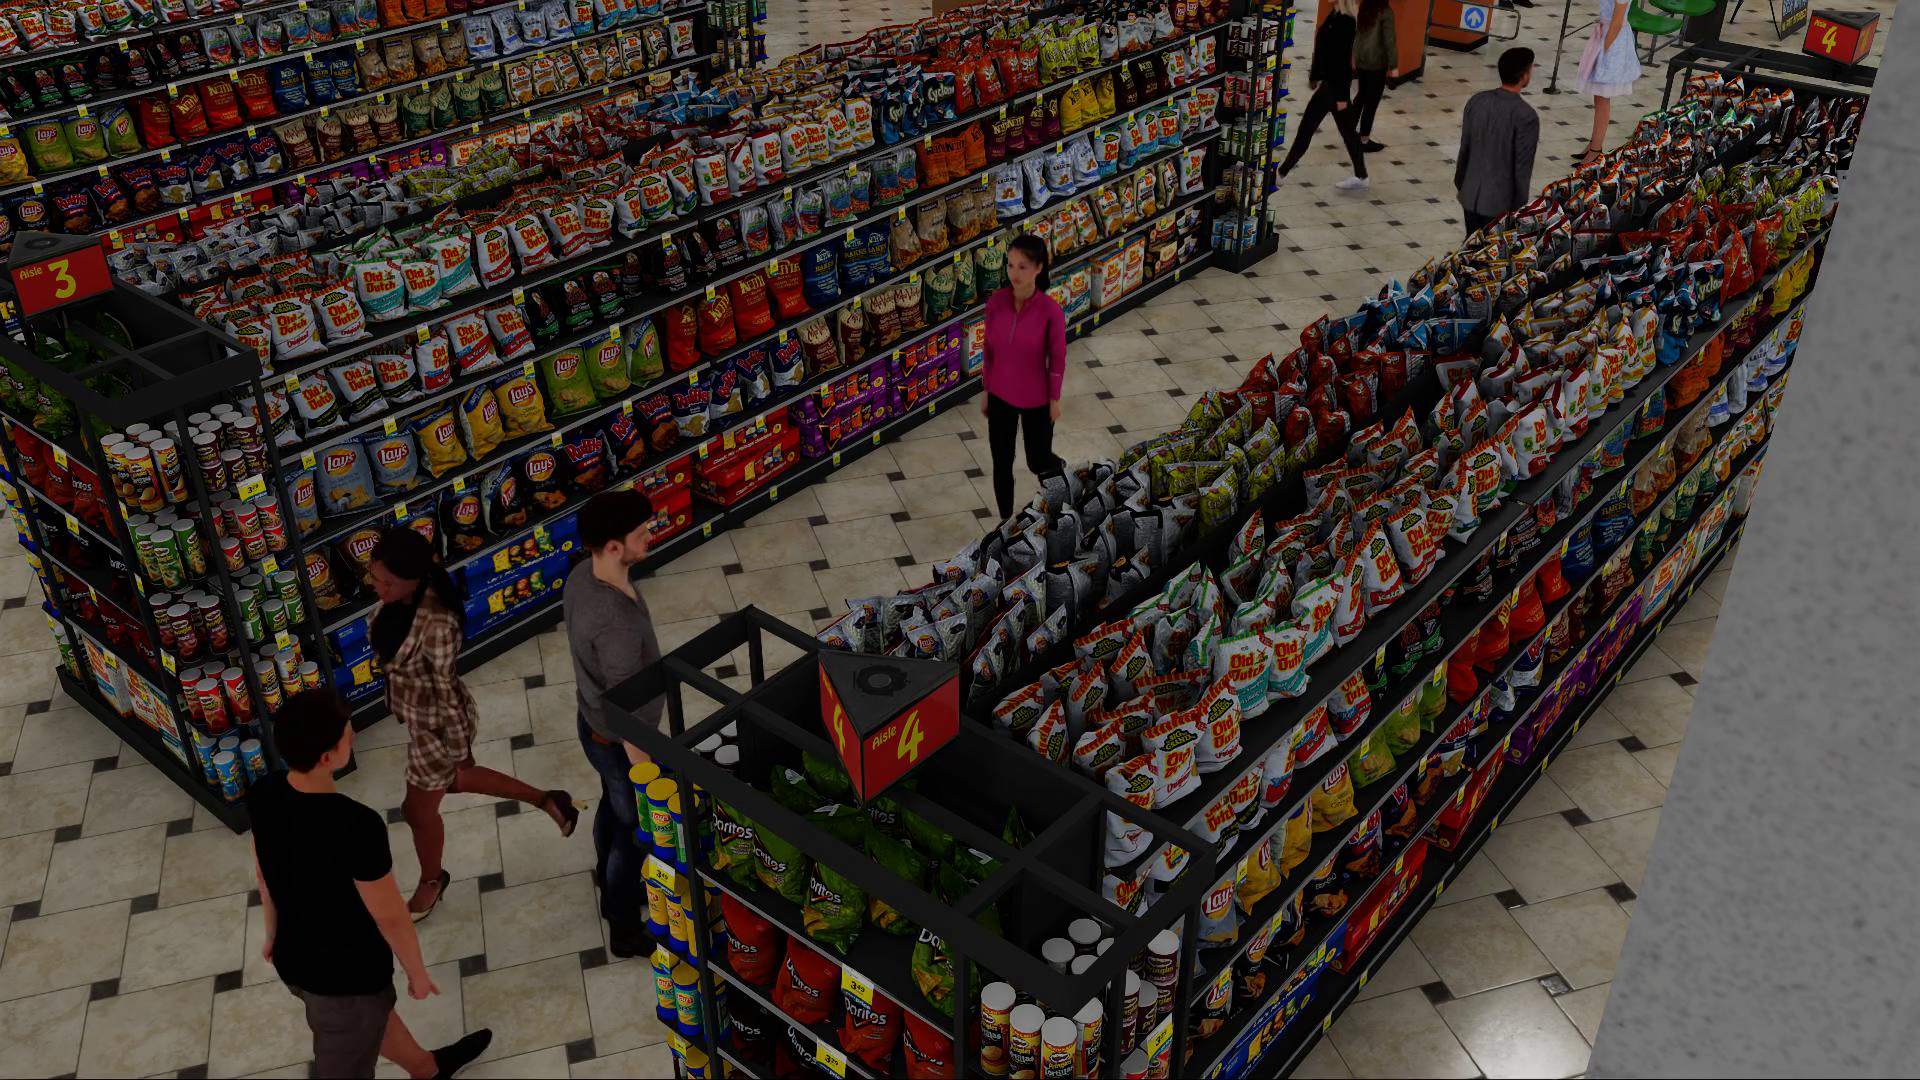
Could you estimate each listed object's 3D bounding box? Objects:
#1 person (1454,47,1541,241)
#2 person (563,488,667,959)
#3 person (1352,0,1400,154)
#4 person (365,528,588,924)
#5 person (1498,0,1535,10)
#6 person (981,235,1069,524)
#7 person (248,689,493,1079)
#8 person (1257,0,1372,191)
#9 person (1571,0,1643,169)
[{"bbox_3d":[3.296,-2.122,10.395,0.993,1.858,0.804,-24,39,-33],"label":"person"},{"bbox_3d":[-1.210,0.665,5.878,0.773,1.896,0.769,-11,33,-17],"label":"person"},{"bbox_3d":[3.344,-3.910,13.630,0.714,1.475,0.692,-11,34,-17],"label":"person"},{"bbox_3d":[-1.810,0.663,6.017,1.086,1.754,0.841,-14,34,-21],"label":"person"},{"bbox_3d":[6.032,-6.581,17.598,0.671,1.819,0.805,-11,34,-17],"label":"person"},{"bbox_3d":[0.346,-0.743,8.344,0.711,1.683,0.930,15,35,23],"label":"person"},{"bbox_3d":[-1.923,1.307,4.914,0.834,1.826,1.273,16,35,24],"label":"person"},{"bbox_3d":[2.945,-3.425,12.696,1.097,1.638,1.173,4,32,7],"label":"person"},{"bbox_3d":[5.169,-3.873,13.245,0.865,1.818,0.781,11,33,17],"label":"person"}]
